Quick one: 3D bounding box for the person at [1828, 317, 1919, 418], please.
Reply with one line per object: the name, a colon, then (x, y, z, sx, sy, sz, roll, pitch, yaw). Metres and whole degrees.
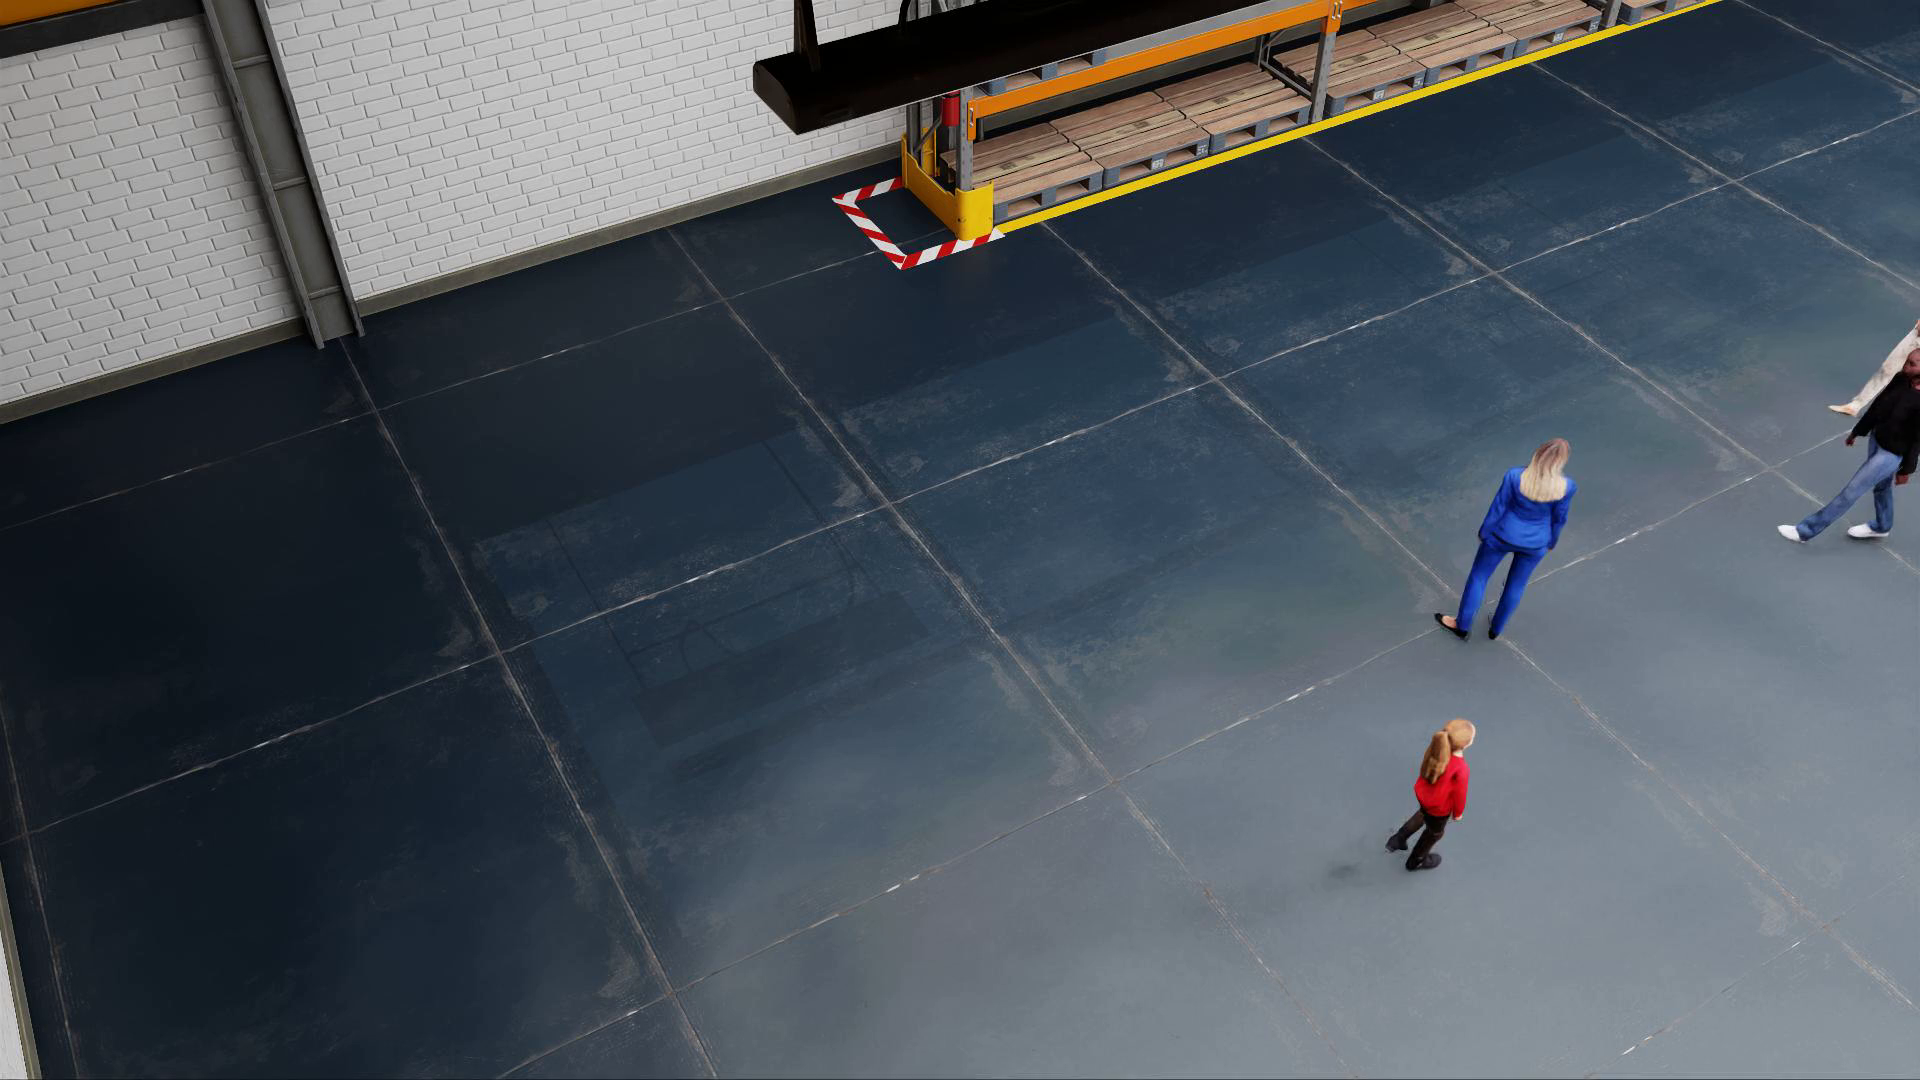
person: (7.366, -1.478, 12.402, 1.085, 1.689, 0.880, -1, 44, -1)

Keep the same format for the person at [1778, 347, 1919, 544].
person: (6.486, -0.619, 11.489, 1.206, 1.703, 0.972, -1, 44, -1)

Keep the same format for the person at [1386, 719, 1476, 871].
person: (2.698, 1.493, 9.582, 0.617, 1.275, 0.558, -11, 45, -12)

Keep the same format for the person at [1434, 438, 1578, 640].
person: (3.600, 0.012, 10.843, 0.839, 1.682, 0.907, 4, 44, 4)
